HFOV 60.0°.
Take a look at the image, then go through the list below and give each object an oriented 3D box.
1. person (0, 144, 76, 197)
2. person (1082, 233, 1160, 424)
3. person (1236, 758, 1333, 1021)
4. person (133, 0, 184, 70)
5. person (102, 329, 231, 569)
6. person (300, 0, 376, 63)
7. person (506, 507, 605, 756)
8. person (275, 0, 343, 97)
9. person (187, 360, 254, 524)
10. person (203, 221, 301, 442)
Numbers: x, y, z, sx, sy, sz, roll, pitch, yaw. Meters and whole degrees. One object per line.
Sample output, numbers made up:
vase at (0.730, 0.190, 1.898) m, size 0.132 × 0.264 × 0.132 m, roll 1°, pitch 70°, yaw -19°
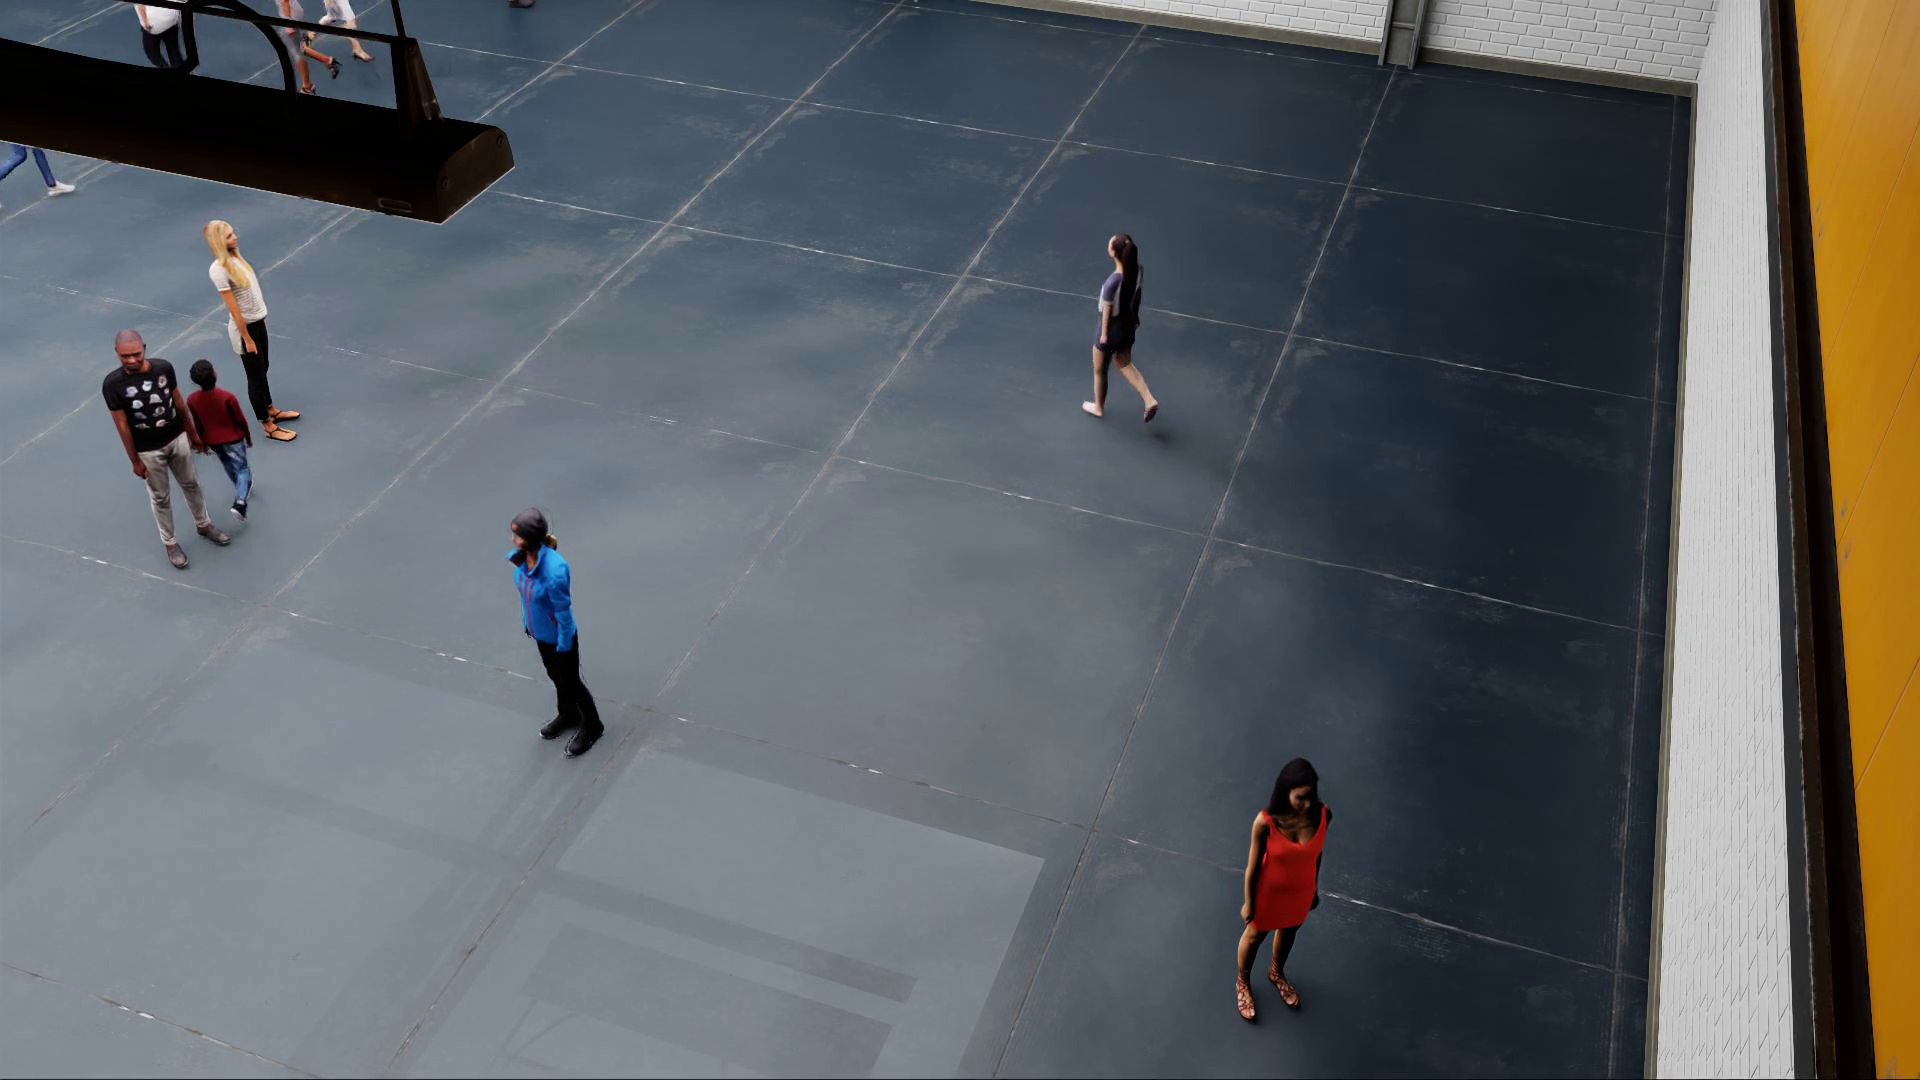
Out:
person at (-9.082, -3.974, 15.733) m, size 1.055 × 1.719 × 1.052 m, roll -21°, pitch 43°, yaw -24°
person at (1.272, -1.584, 12.810) m, size 0.983 × 1.633 × 0.813 m, roll 30°, pitch 48°, yaw 32°
person at (1.647, 1.780, 8.531) m, size 0.647 × 1.715 × 0.731 m, roll -11°, pitch 40°, yaw -13°
person at (-8.610, -5.663, 17.886) m, size 0.699 × 1.672 × 0.710 m, roll 22°, pitch 44°, yaw 25°
person at (-5.552, -0.678, 11.539) m, size 0.742 × 1.803 × 0.747 m, roll 30°, pitch 47°, yaw 32°
person at (-7.036, -6.090, 18.383) m, size 1.083 × 1.717 × 0.947 m, roll -10°, pitch 40°, yaw -12°
person at (-2.439, 0.537, 10.020) m, size 0.776 × 1.799 × 0.669 m, roll -29°, pitch 47°, yaw -32°
person at (-7.010, -5.547, 17.664) m, size 0.900 × 1.768 × 0.847 m, roll -18°, pitch 42°, yaw -21°
person at (-5.331, -0.702, 12.024) m, size 0.830 × 1.235 × 0.764 m, roll -2°, pitch 39°, yaw -3°
person at (-5.441, -1.605, 12.680) m, size 0.691 × 1.827 × 0.679 m, roll -7°, pitch 39°, yaw -9°
